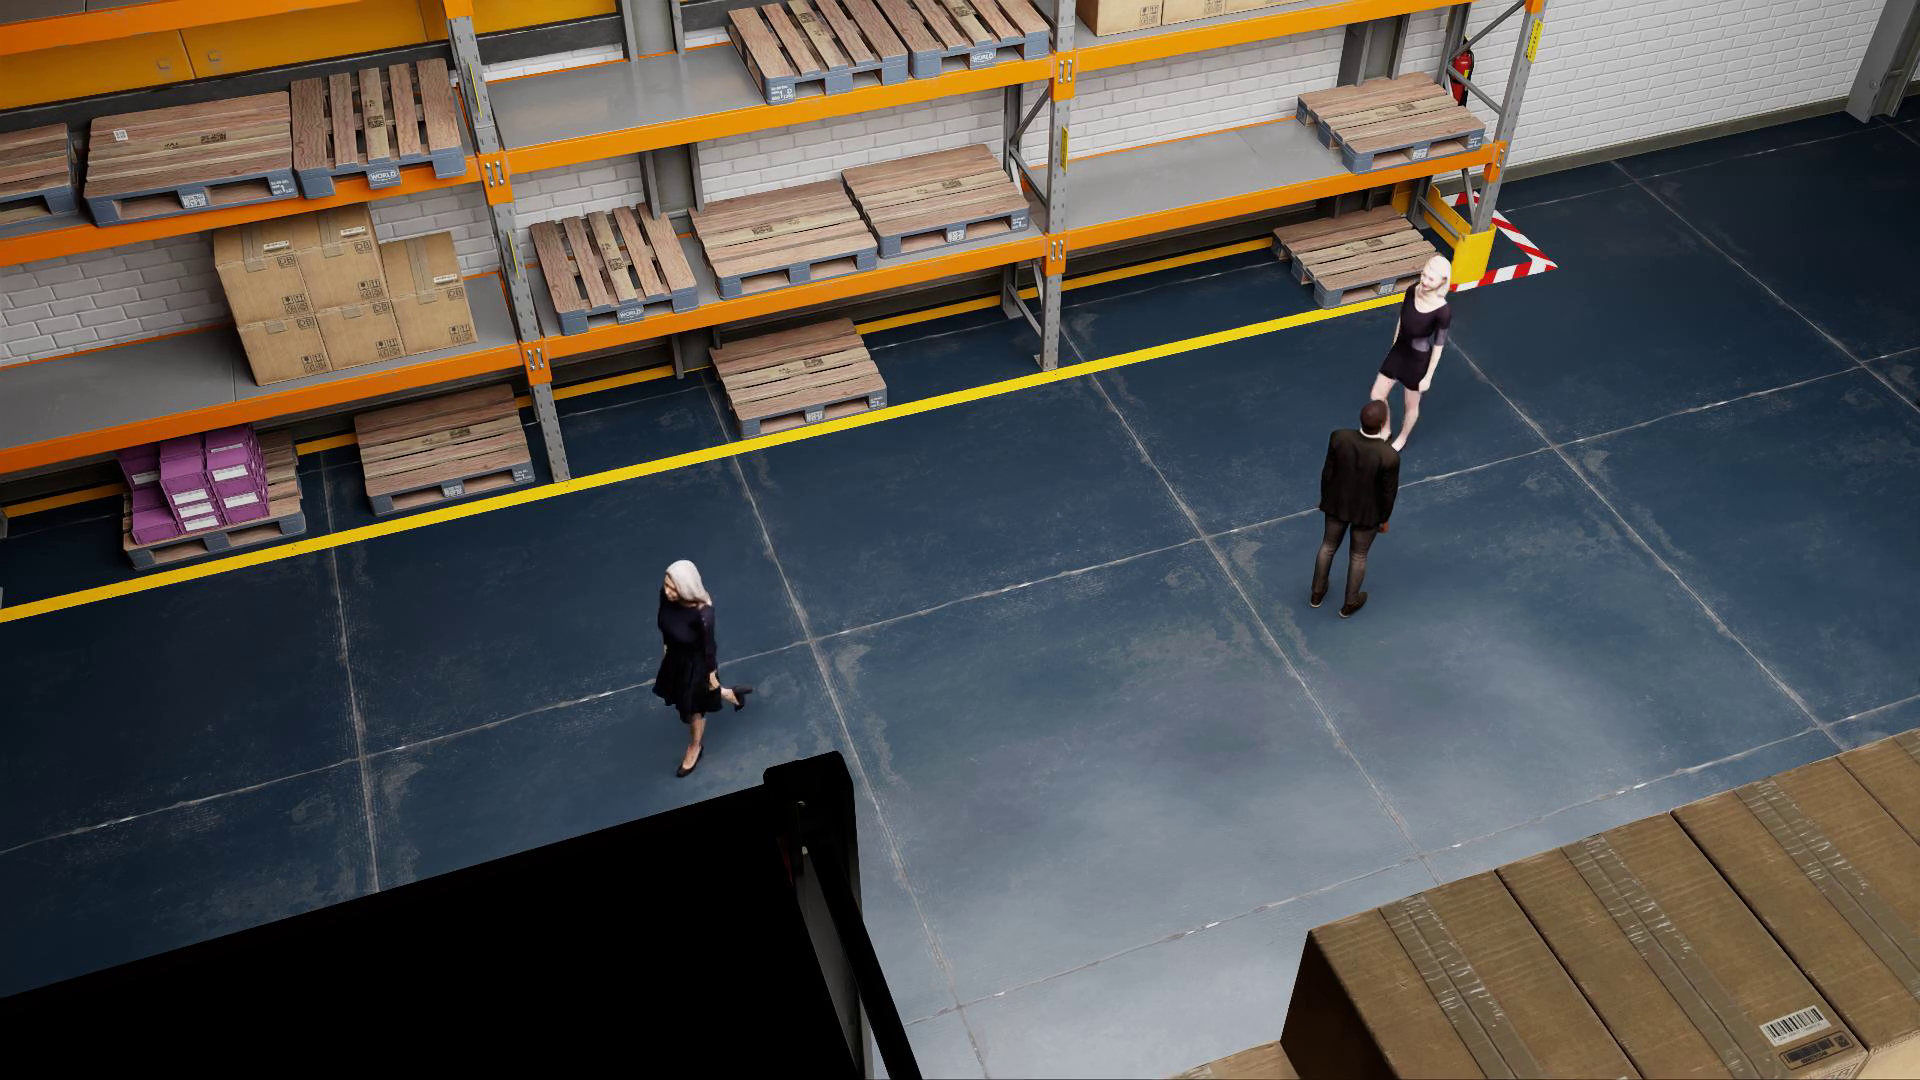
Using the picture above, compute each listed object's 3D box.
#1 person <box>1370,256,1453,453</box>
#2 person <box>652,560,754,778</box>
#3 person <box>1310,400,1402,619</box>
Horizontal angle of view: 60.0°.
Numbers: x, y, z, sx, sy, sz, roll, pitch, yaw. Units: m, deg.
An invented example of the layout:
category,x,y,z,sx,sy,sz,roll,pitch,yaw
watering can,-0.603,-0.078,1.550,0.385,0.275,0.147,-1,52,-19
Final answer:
category,x,y,z,sx,sy,sz,roll,pitch,yaw
person,3.388,-1.348,12.250,0.738,1.818,0.719,-28,50,-27
person,-1.580,0.725,10.135,0.840,1.734,0.989,32,52,29
person,2.622,-0.209,11.069,0.740,1.800,0.773,23,48,22
